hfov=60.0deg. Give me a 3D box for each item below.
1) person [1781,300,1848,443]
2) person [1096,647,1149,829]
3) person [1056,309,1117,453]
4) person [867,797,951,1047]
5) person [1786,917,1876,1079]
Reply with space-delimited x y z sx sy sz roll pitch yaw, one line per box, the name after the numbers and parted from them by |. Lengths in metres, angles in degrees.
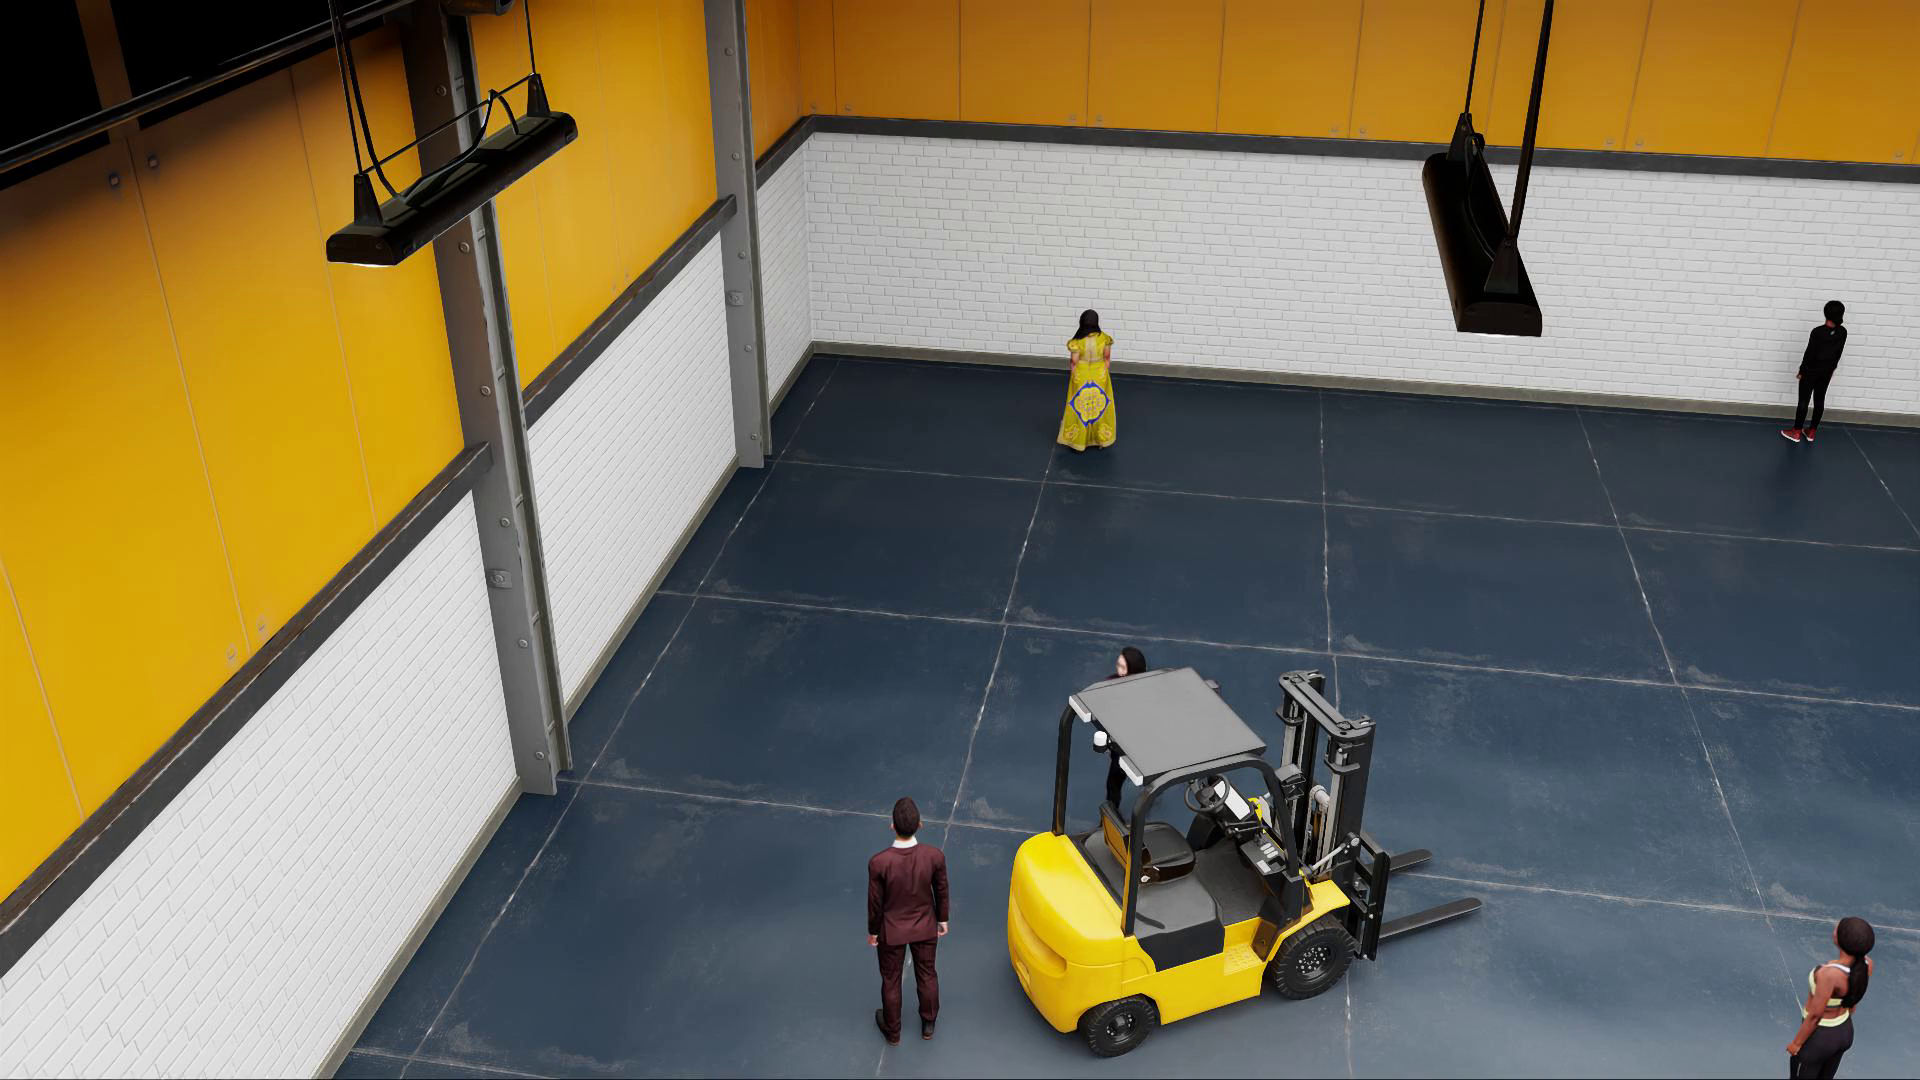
9.649 -1.906 18.701 0.658 1.675 0.627 -3 29 -6 | person
1.281 1.486 12.534 1.123 1.626 0.982 -24 37 -37 | person
1.435 -1.781 18.488 0.971 1.660 0.947 -6 29 -11 | person
-0.335 2.430 10.554 0.775 1.865 0.749 -7 29 -12 | person
5.073 2.925 9.761 0.646 1.754 0.669 -11 31 -20 | person
